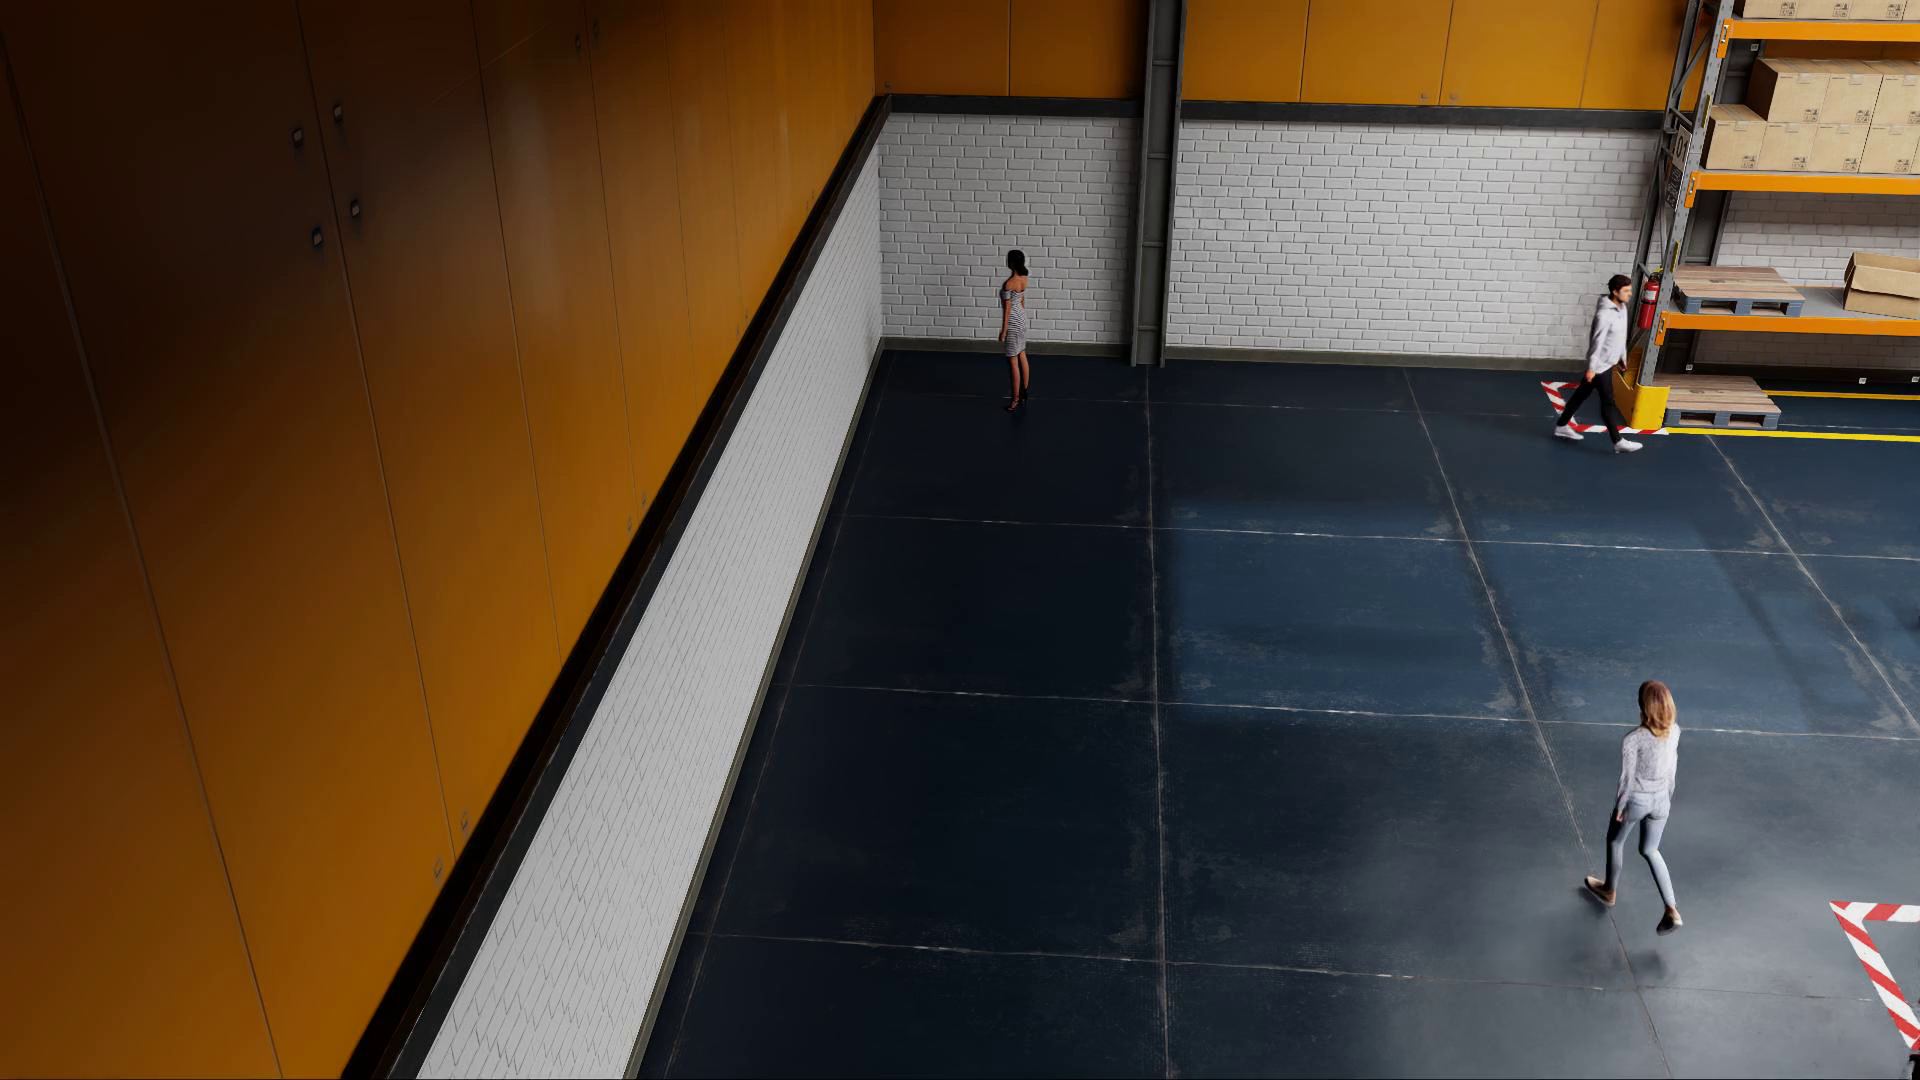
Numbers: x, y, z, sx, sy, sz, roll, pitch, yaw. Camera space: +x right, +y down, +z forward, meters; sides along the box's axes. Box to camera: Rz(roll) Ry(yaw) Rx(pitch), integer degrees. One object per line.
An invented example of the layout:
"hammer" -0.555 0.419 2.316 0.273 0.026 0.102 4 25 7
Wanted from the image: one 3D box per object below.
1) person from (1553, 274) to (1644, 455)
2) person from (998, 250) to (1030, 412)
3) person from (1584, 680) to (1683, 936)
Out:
"person" 6.564 -1.843 17.265 1.292 1.872 1.121 20 35 32
"person" 0.606 -2.295 18.146 0.668 1.822 0.680 16 32 26
"person" 4.465 1.771 10.755 1.069 1.761 0.935 -9 30 -15
